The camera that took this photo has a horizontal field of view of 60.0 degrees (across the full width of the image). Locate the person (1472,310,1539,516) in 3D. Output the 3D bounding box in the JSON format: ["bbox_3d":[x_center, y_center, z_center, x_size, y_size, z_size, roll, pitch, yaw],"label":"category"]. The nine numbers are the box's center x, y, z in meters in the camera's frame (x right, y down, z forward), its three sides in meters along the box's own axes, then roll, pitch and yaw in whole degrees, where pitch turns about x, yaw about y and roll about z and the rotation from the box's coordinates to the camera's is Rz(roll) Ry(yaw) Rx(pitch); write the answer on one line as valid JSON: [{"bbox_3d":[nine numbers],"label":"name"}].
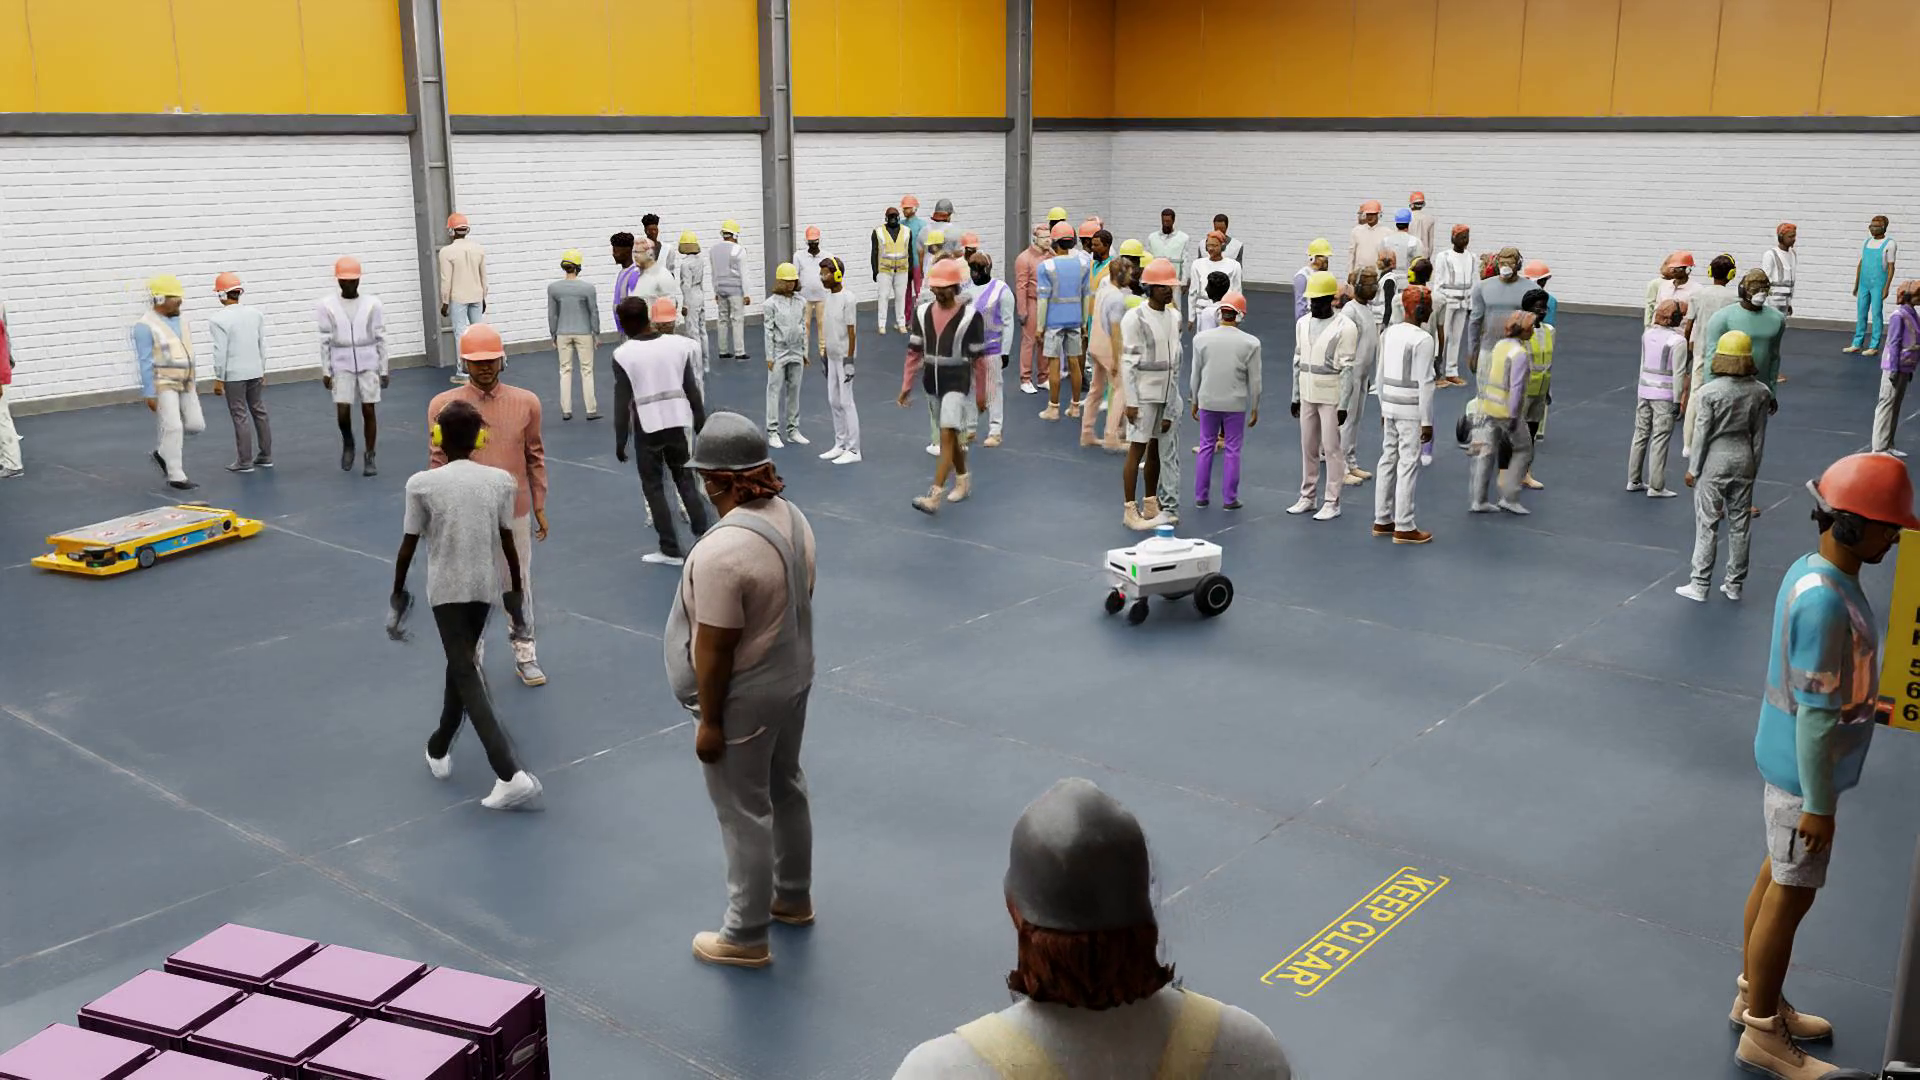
[{"bbox_3d":[4.295,-0.988,12.955,0.551,1.614,0.548,-3,14,-11],"label":"person"}]

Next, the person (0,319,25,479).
[{"bbox_3d":[-8.429,-1.408,14.408,0.577,1.738,0.354,13,19,43],"label":"person"}]

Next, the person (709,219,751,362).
[{"bbox_3d":[-2.945,-3.213,21.453,0.592,1.826,0.403,9,17,32],"label":"person"}]

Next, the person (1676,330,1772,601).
[{"bbox_3d":[4.888,-0.469,10.650,0.484,1.745,0.293,-2,14,-6],"label":"person"}]

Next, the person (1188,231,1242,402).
[{"bbox_3d":[2.778,-2.432,18.211,0.583,1.882,0.337,6,15,23],"label":"person"}]

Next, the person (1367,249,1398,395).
[{"bbox_3d":[4.795,-2.464,18.835,0.306,1.640,0.521,1,14,5],"label":"person"}]

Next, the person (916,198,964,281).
[{"bbox_3d":[-0.211,-3.616,22.625,0.688,2.000,0.536,7,16,27],"label":"person"}]

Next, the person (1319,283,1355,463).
[{"bbox_3d":[3.371,-1.464,14.838,0.307,1.640,0.517,-2,14,-8],"label":"person"}]

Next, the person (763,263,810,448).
[{"bbox_3d":[-1.630,-1.755,15.787,0.487,1.744,0.313,-12,19,-40],"label":"person"}]

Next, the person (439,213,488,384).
[{"bbox_3d":[-5.855,-2.846,19.638,0.377,1.995,0.608,12,18,39],"label":"person"}]

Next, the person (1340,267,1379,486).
[{"bbox_3d":[3.366,-1.393,14.136,0.328,1.844,0.514,8,16,30],"label":"person"}]

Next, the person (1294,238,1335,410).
[{"bbox_3d":[3.801,-2.298,17.776,0.404,1.831,0.600,14,19,43],"label":"person"}]

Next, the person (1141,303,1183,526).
[{"bbox_3d":[1.535,-0.981,12.728,0.322,1.728,0.487,-2,14,-6],"label":"person"}]

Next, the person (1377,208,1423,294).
[{"bbox_3d":[5.704,-3.311,21.587,0.610,1.950,0.378,9,17,32],"label":"person"}]

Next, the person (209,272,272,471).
[{"bbox_3d":[-6.370,-1.481,14.671,0.341,1.752,0.563,6,15,22],"label":"person"}]

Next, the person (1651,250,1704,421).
[{"bbox_3d":[7.384,-2.112,17.194,0.324,1.752,0.561,-9,17,-32],"label":"person"}]

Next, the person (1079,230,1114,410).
[{"bbox_3d":[1.534,-2.360,17.852,0.392,1.919,0.593,-8,16,-28],"label":"person"}]

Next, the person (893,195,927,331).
[{"bbox_3d":[-0.721,-4.102,24.658,0.612,1.994,0.394,12,18,40],"label":"person"}]

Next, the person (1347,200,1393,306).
[{"bbox_3d":[5.652,-3.688,23.000,0.610,1.996,0.378,7,16,25],"label":"person"}]

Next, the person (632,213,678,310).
[{"bbox_3d":[-3.725,-2.980,20.232,0.611,1.965,0.362,-8,16,-30],"label":"person"}]

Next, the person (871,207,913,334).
[{"bbox_3d":[-0.980,-3.925,24.261,0.633,1.841,0.429,-4,14,-14],"label":"person"}]

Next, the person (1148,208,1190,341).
[{"bbox_3d":[2.824,-3.536,22.587,0.584,1.908,0.387,6,15,24],"label":"person"}]

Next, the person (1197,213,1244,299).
[{"bbox_3d":[3.273,-3.164,21.065,0.589,1.919,0.393,5,15,20],"label":"person"}]

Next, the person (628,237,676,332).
[{"bbox_3d":[-3.156,-2.097,16.827,0.652,1.906,0.403,12,18,39],"label":"person"}]

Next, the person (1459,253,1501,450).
[{"bbox_3d":[4.961,-1.754,15.577,0.389,1.847,0.563,9,17,32],"label":"person"}]

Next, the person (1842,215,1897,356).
[{"bbox_3d":[12.068,-3.362,22.005,0.333,1.844,0.515,-6,15,-23],"label":"person"}]

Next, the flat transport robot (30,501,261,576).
[{"bbox_3d":[-5.787,-0.030,11.881,0.652,0.197,1.431,6,15,22],"label":"flat transport robot"}]

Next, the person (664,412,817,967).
[{"bbox_3d":[-0.807,0.524,6.079,0.536,2.000,0.683,5,15,19],"label":"person"}]

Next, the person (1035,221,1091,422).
[{"bbox_3d":[1.041,-2.237,17.110,0.608,2.044,0.371,-7,15,-25],"label":"person"}]

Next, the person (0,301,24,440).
[{"bbox_3d":[-9.320,-1.740,15.933,0.308,1.645,0.514,6,15,23],"label":"person"}]

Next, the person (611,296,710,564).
[{"bbox_3d":[-2.059,-0.750,11.512,0.679,1.874,0.453,-12,18,-39],"label":"person"}]

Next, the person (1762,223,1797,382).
[{"bbox_3d":[9.657,-2.796,19.665,0.584,1.882,0.339,-10,17,-34],"label":"person"}]

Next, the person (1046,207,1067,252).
[{"bbox_3d":[1.331,-3.524,22.486,0.385,1.925,0.592,4,15,15],"label":"person"}]

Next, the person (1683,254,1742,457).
[{"bbox_3d":[6.865,-1.669,15.191,0.535,1.868,0.309,11,18,38],"label":"person"}]

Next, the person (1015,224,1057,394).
[{"bbox_3d":[0.927,-2.633,18.970,0.651,1.906,0.403,-12,18,-40],"label":"person"}]

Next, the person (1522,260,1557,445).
[{"bbox_3d":[5.454,-1.785,15.889,0.341,1.750,0.566,12,18,40],"label":"person"}]
